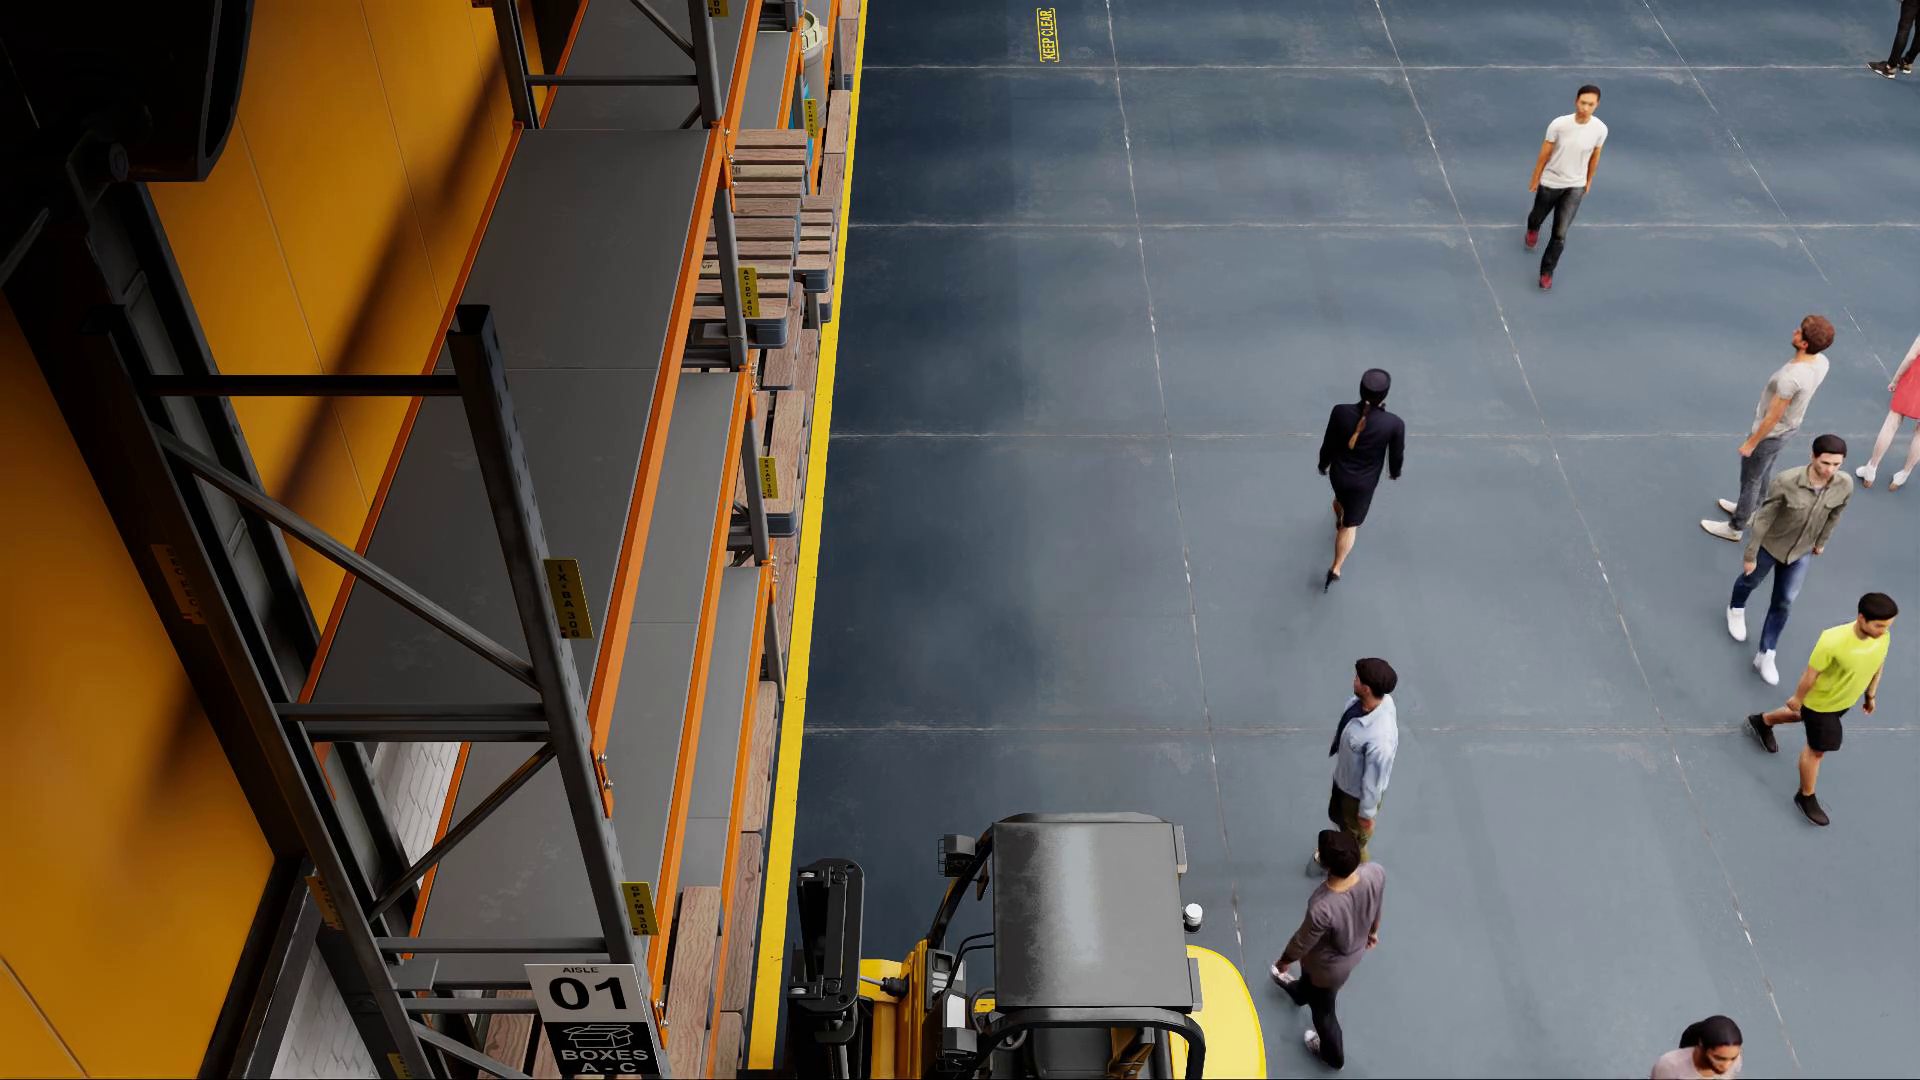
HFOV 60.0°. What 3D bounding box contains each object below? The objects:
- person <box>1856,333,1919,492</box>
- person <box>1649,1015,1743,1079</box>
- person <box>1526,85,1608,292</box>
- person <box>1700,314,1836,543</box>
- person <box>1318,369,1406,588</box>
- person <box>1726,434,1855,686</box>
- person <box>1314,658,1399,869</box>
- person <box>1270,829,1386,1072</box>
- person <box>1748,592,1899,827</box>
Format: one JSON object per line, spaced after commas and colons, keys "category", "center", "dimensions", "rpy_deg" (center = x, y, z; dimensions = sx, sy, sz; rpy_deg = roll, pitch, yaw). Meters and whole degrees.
{"category": "person", "center": [7.019, -1.116, 12.090], "dimensions": [0.667, 1.826, 0.625], "rpy_deg": [13, 45, 13]}
{"category": "person", "center": [3.379, 2.762, 8.095], "dimensions": [0.661, 1.721, 1.114], "rpy_deg": [-3, 44, -3]}
{"category": "person", "center": [5.138, -3.091, 14.197], "dimensions": [0.810, 1.778, 1.159], "rpy_deg": [9, 44, 9]}
{"category": "person", "center": [5.721, -0.774, 11.678], "dimensions": [0.748, 1.898, 0.802], "rpy_deg": [-33, 53, -30]}
{"category": "person", "center": [2.706, -0.388, 11.468], "dimensions": [0.988, 1.629, 1.189], "rpy_deg": [17, 46, 17]}
{"category": "person", "center": [5.397, -0.033, 10.947], "dimensions": [0.804, 1.833, 1.041], "rpy_deg": [5, 44, 5]}
{"category": "person", "center": [2.303, 1.416, 9.461], "dimensions": [0.928, 1.785, 0.506], "rpy_deg": [-7, 44, -7]}
{"category": "person", "center": [1.992, 2.194, 8.615], "dimensions": [0.991, 1.825, 1.069], "rpy_deg": [-28, 50, -26]}
{"category": "person", "center": [5.243, 0.872, 10.111], "dimensions": [0.913, 1.676, 1.177], "rpy_deg": [-16, 46, -16]}
